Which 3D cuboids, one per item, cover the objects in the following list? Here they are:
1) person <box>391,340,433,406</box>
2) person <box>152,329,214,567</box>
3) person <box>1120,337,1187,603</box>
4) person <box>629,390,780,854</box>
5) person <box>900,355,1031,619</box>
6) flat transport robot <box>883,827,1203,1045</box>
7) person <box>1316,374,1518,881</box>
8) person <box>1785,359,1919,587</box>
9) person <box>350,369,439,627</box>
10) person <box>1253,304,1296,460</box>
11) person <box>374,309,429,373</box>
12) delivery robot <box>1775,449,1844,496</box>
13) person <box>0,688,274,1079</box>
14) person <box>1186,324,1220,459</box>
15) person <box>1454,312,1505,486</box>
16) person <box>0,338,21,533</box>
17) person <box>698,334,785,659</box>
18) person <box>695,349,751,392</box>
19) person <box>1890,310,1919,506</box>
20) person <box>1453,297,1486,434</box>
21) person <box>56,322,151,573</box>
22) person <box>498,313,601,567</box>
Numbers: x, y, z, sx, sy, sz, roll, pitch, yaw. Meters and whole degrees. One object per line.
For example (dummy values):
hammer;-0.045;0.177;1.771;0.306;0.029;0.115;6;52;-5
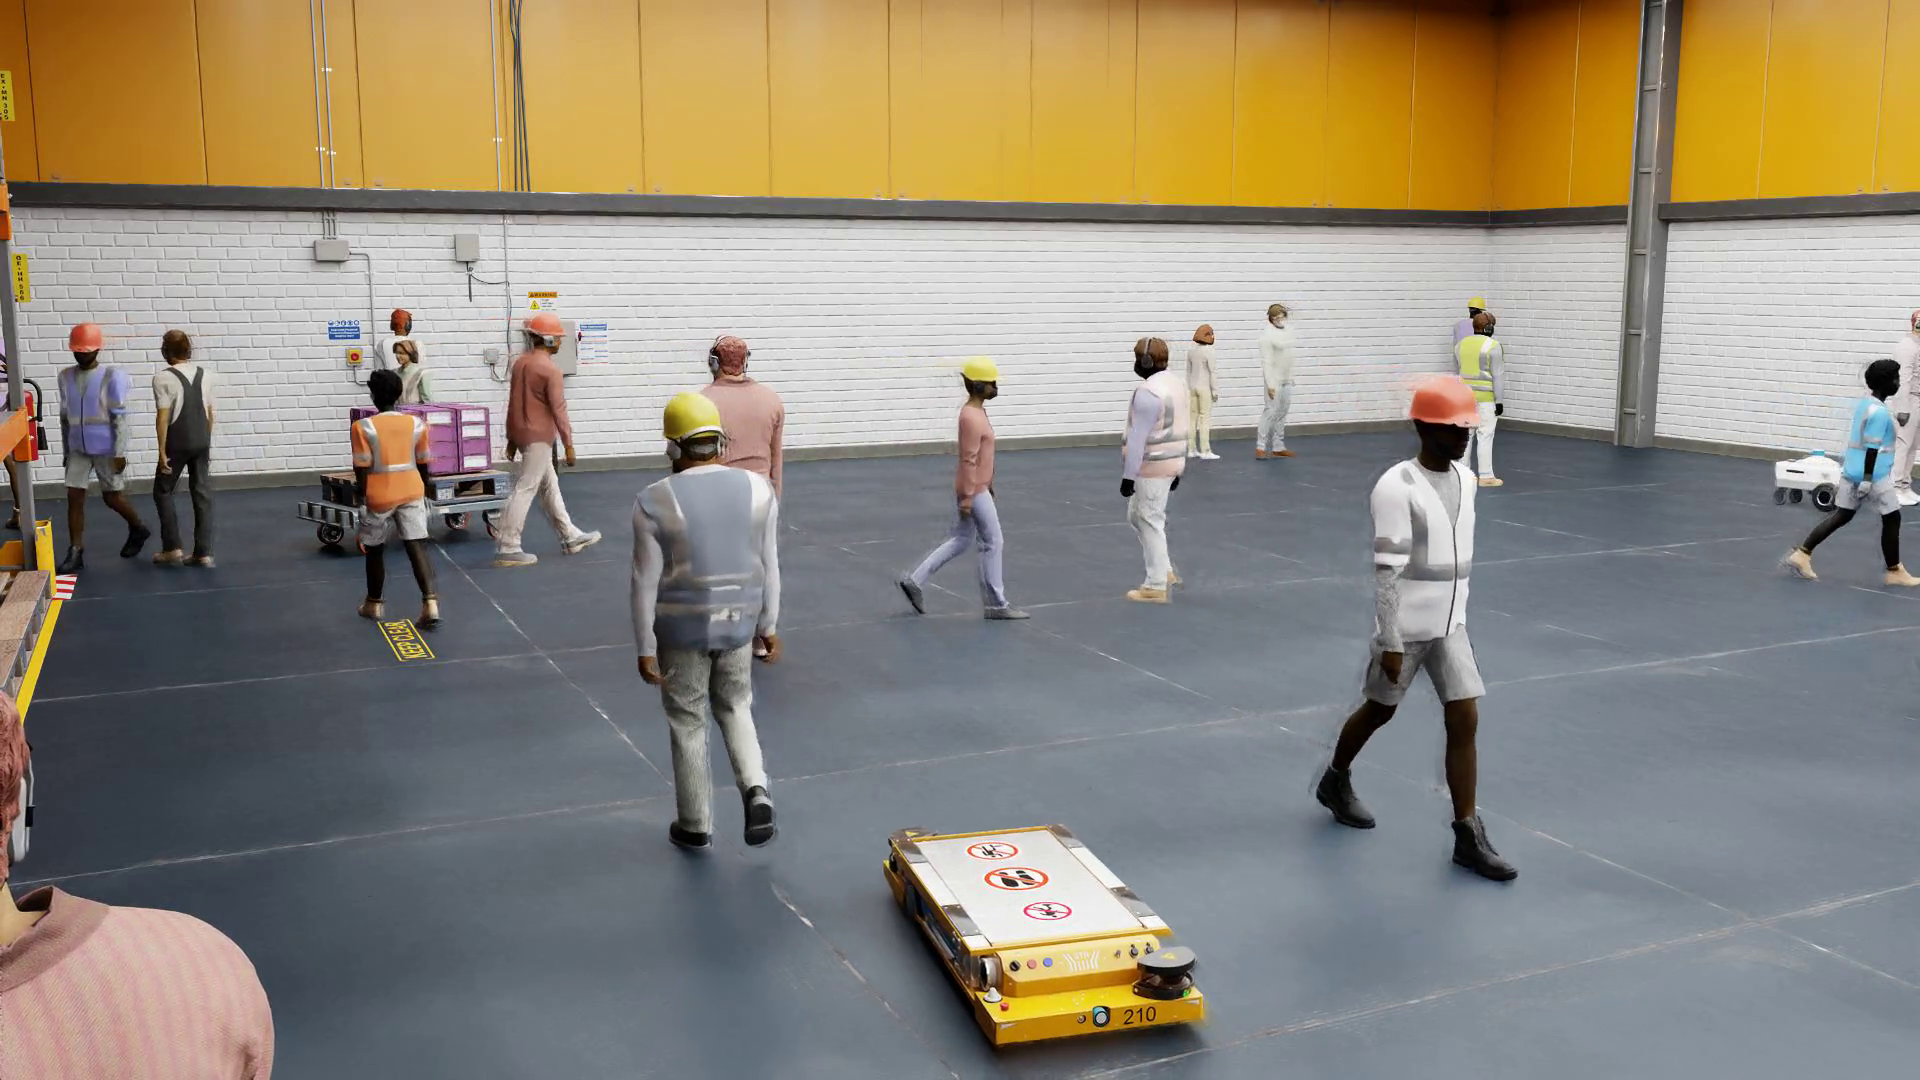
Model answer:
person;-5.196;-1.067;15.671;0.512;1.625;0.489;6;11;33
person;-6.002;-0.702;12.789;0.627;1.823;0.525;6;11;34
person;1.310;-0.473;11.404;0.453;1.828;0.628;4;10;24
person;-0.964;0.338;6.372;0.613;1.818;0.507;-5;11;-31
person;0.028;-0.334;10.794;0.797;1.738;0.531;0;9;-2
flat transport robot;0.221;1.245;5.535;0.652;0.197;1.431;-3;10;-15
person;1.757;0.292;6.472;0.552;1.892;0.994;-5;11;-30
person;6.509;-0.492;12.030;0.868;1.655;0.523;2;9;12
person;-3.608;-0.267;10.637;0.540;1.655;0.875;-8;12;-42
person;3.839;-1.906;20.108;0.358;1.894;0.697;8;12;40
person;-5.736;-1.441;17.202;0.572;1.887;0.356;2;9;10
delivery robot;8.234;-0.627;15.981;0.477;0.478;0.707;-6;11;-32
person;-0.994;1.050;1.684;0.410;1.909;0.643;4;10;24
person;2.947;-1.800;20.206;0.284;1.634;0.498;-6;11;-32
person;5.525;-1.489;17.639;0.429;1.844;0.627;-5;11;-30
person;-8.437;-1.069;14.424;0.395;2.039;0.608;6;11;31
person;-1.322;-0.225;9.600;0.644;1.908;0.408;-8;12;-40
person;-1.474;-0.312;10.359;0.599;1.837;0.563;7;11;36
person;9.343;-1.299;16.257;0.642;1.909;0.399;-8;12;-42
person;7.180;-2.445;23.341;0.388;1.918;0.582;-7;12;-38
person;-6.578;-0.720;12.724;0.572;1.900;0.781;1;9;4
person;-3.215;-0.792;12.977;1.011;1.937;0.643;-8;12;-39
